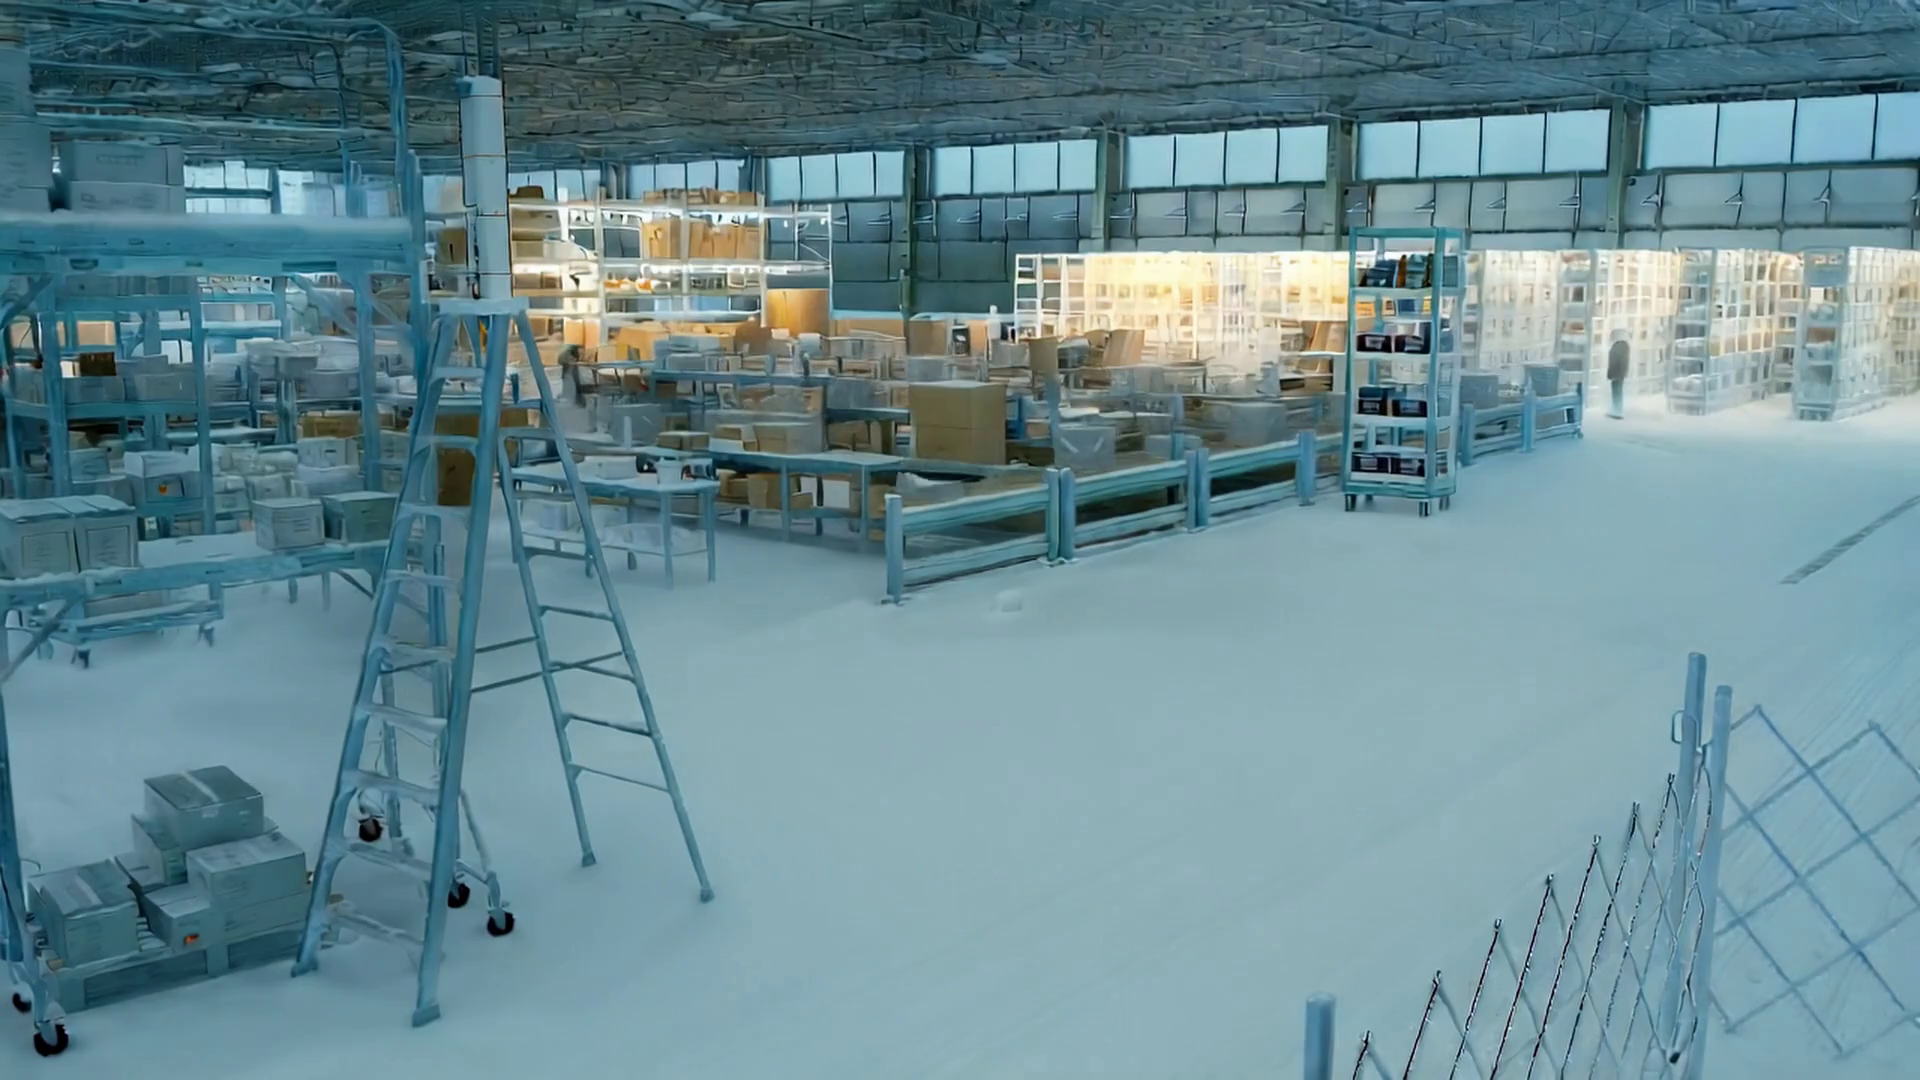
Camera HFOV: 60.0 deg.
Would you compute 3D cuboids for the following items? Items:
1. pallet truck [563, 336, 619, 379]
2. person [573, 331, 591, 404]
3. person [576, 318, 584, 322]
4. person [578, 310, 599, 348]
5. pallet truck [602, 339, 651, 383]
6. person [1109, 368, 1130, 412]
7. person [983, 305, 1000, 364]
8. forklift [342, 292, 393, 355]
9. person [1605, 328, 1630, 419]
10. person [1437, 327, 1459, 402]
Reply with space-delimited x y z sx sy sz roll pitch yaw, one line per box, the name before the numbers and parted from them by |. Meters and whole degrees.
pallet truck | -10.690 -5.294 48.215 1.601 1.201 0.680 -5 10 -26
person | -8.814 -4.007 38.712 0.317 1.697 0.540 -7 12 -39
person | -14.447 -8.116 63.908 0.633 1.846 0.429 -1 9 -9
person | -11.305 -6.034 50.671 0.623 1.932 0.367 -1 9 -8
pallet truck | -8.991 -4.871 45.351 0.653 1.274 1.630 7 11 37
person | 2.915 -2.682 30.234 0.314 1.769 0.524 -6 11 -32
person | 1.047 -6.635 54.189 0.609 1.997 0.374 5 10 29
forklift | -16.485 -5.622 45.120 1.129 2.768 1.873 7 11 37
person | 13.692 -3.465 34.713 0.407 1.907 0.645 8 12 42
person | 10.946 -3.857 37.376 0.600 1.827 0.404 -3 9 -15
